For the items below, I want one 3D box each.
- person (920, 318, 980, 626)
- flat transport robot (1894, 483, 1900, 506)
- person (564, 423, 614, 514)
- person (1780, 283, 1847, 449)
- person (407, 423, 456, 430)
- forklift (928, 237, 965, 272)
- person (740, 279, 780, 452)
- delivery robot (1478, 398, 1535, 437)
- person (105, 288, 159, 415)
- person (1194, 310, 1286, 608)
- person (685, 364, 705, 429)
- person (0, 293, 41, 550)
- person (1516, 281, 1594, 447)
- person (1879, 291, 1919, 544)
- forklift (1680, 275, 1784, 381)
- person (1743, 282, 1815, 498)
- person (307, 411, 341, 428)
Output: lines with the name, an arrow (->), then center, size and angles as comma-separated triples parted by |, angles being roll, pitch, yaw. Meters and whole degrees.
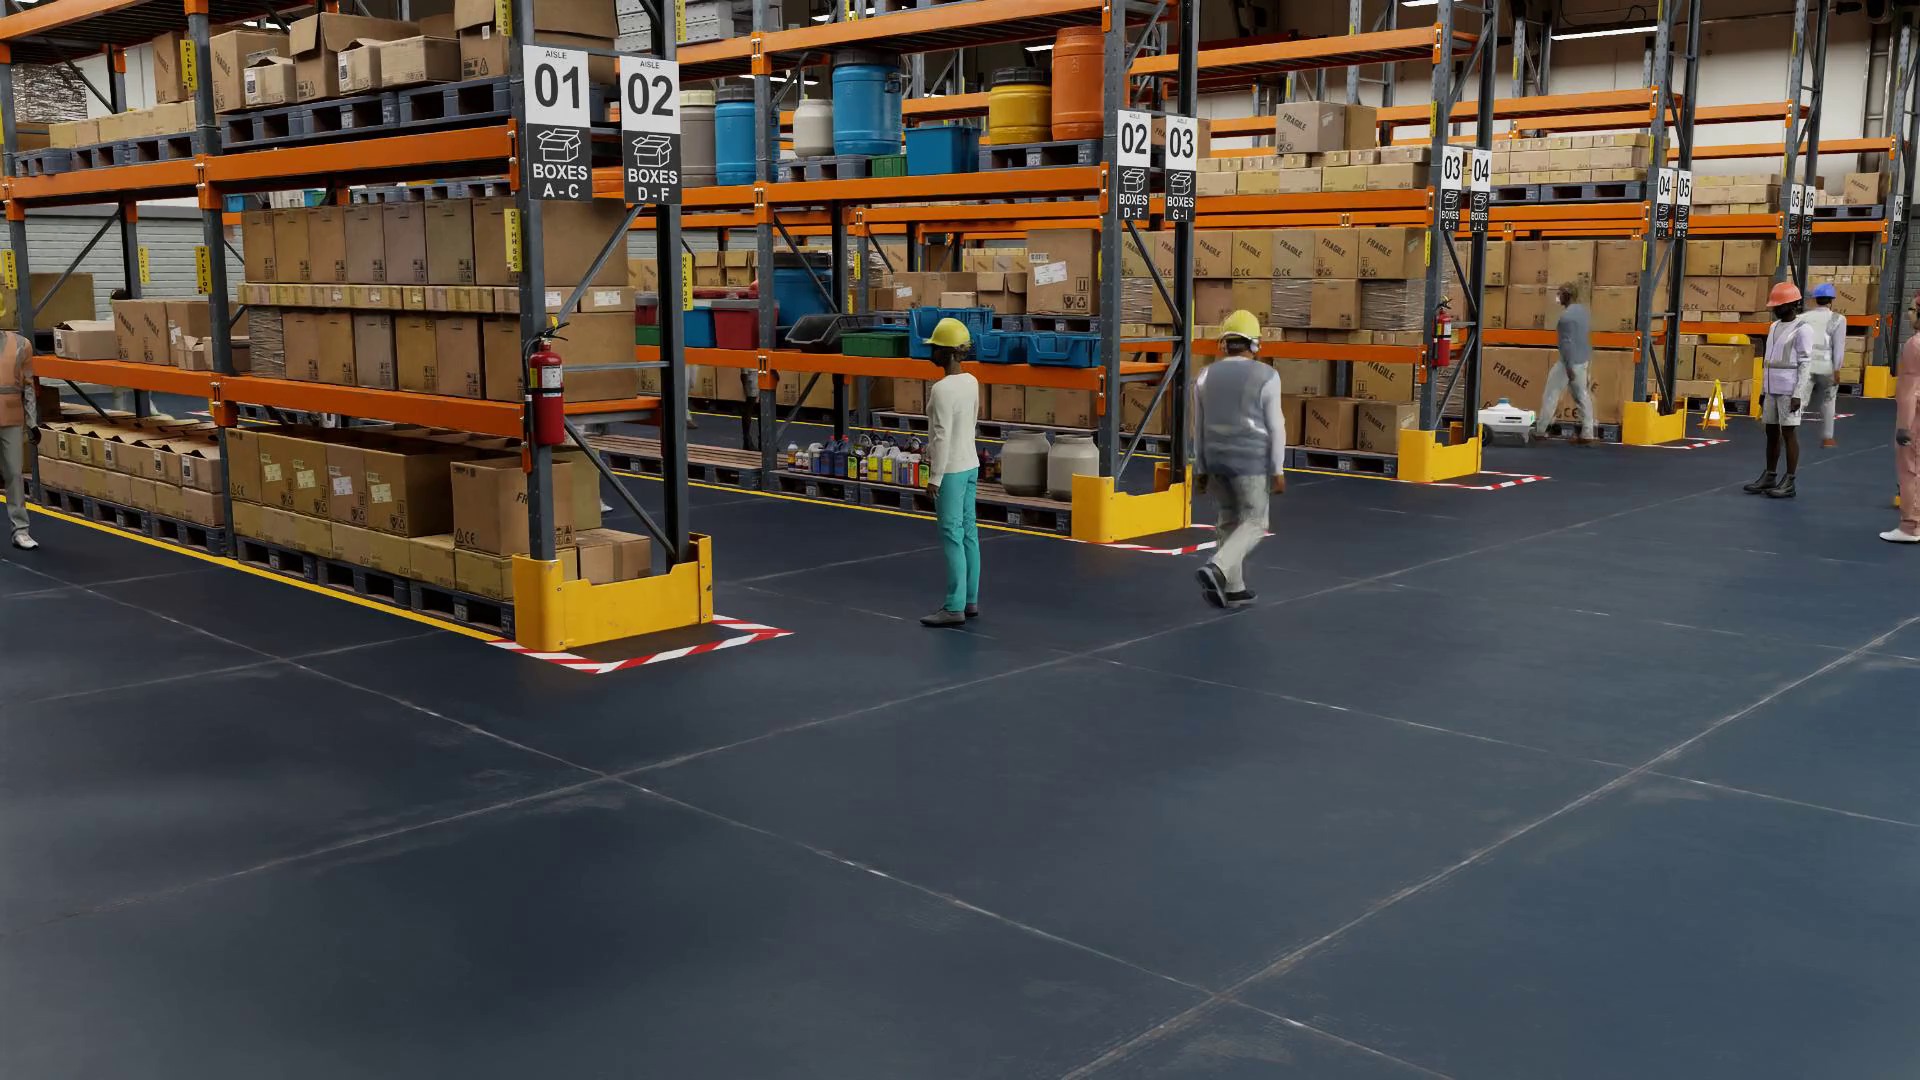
person -> -0.051, -0.394, 9.631 | 0.303, 1.772, 0.522 | 4, 10, 21
flat transport robot -> 8.806, -0.359, 14.122 | 1.431, 0.197, 0.652 | 7, 12, 38
person -> -3.263, -1.023, 14.040 | 0.885, 1.590, 0.529 | 5, 10, 27
person -> 9.733, -1.982, 18.993 | 0.911, 1.910, 0.615 | -7, 12, -38
person -> -5.359, -1.589, 16.569 | 0.958, 1.894, 0.567 | 6, 11, 32
forklift -> -0.326, -5.817, 39.609 | 1.129, 2.768, 1.873 | 9, 13, 43
person -> -2.209, -1.917, 18.454 | 0.376, 1.935, 0.550 | 8, 12, 41
delivery robot -> 6.341, -1.412, 19.427 | 0.707, 0.478, 0.477 | 3, 10, 19
person -> -9.552, -1.982, 19.213 | 0.876, 1.833, 0.525 | 5, 10, 27
person -> 1.620, -0.461, 9.909 | 0.638, 1.809, 0.590 | -9, 13, -43
person -> -3.655, -2.433, 21.673 | 0.629, 1.919, 0.796 | -9, 13, -44
person -> -7.011, -0.871, 12.091 | 0.586, 1.921, 0.379 | -9, 13, -43
person -> 6.974, -2.041, 19.330 | 0.948, 1.899, 0.638 | 8, 12, 39
person -> 7.193, -0.908, 12.397 | 0.671, 1.891, 0.465 | -5, 11, -29
forklift -> 12.480, -3.427, 27.053 | 1.214, 2.155, 2.313 | 9, 13, 43
person -> 7.431, -1.360, 15.065 | 0.372, 1.928, 0.543 | -2, 9, -10
person -> -5.428, -1.210, 14.325 | 0.310, 1.868, 0.532 | 3, 10, 16
